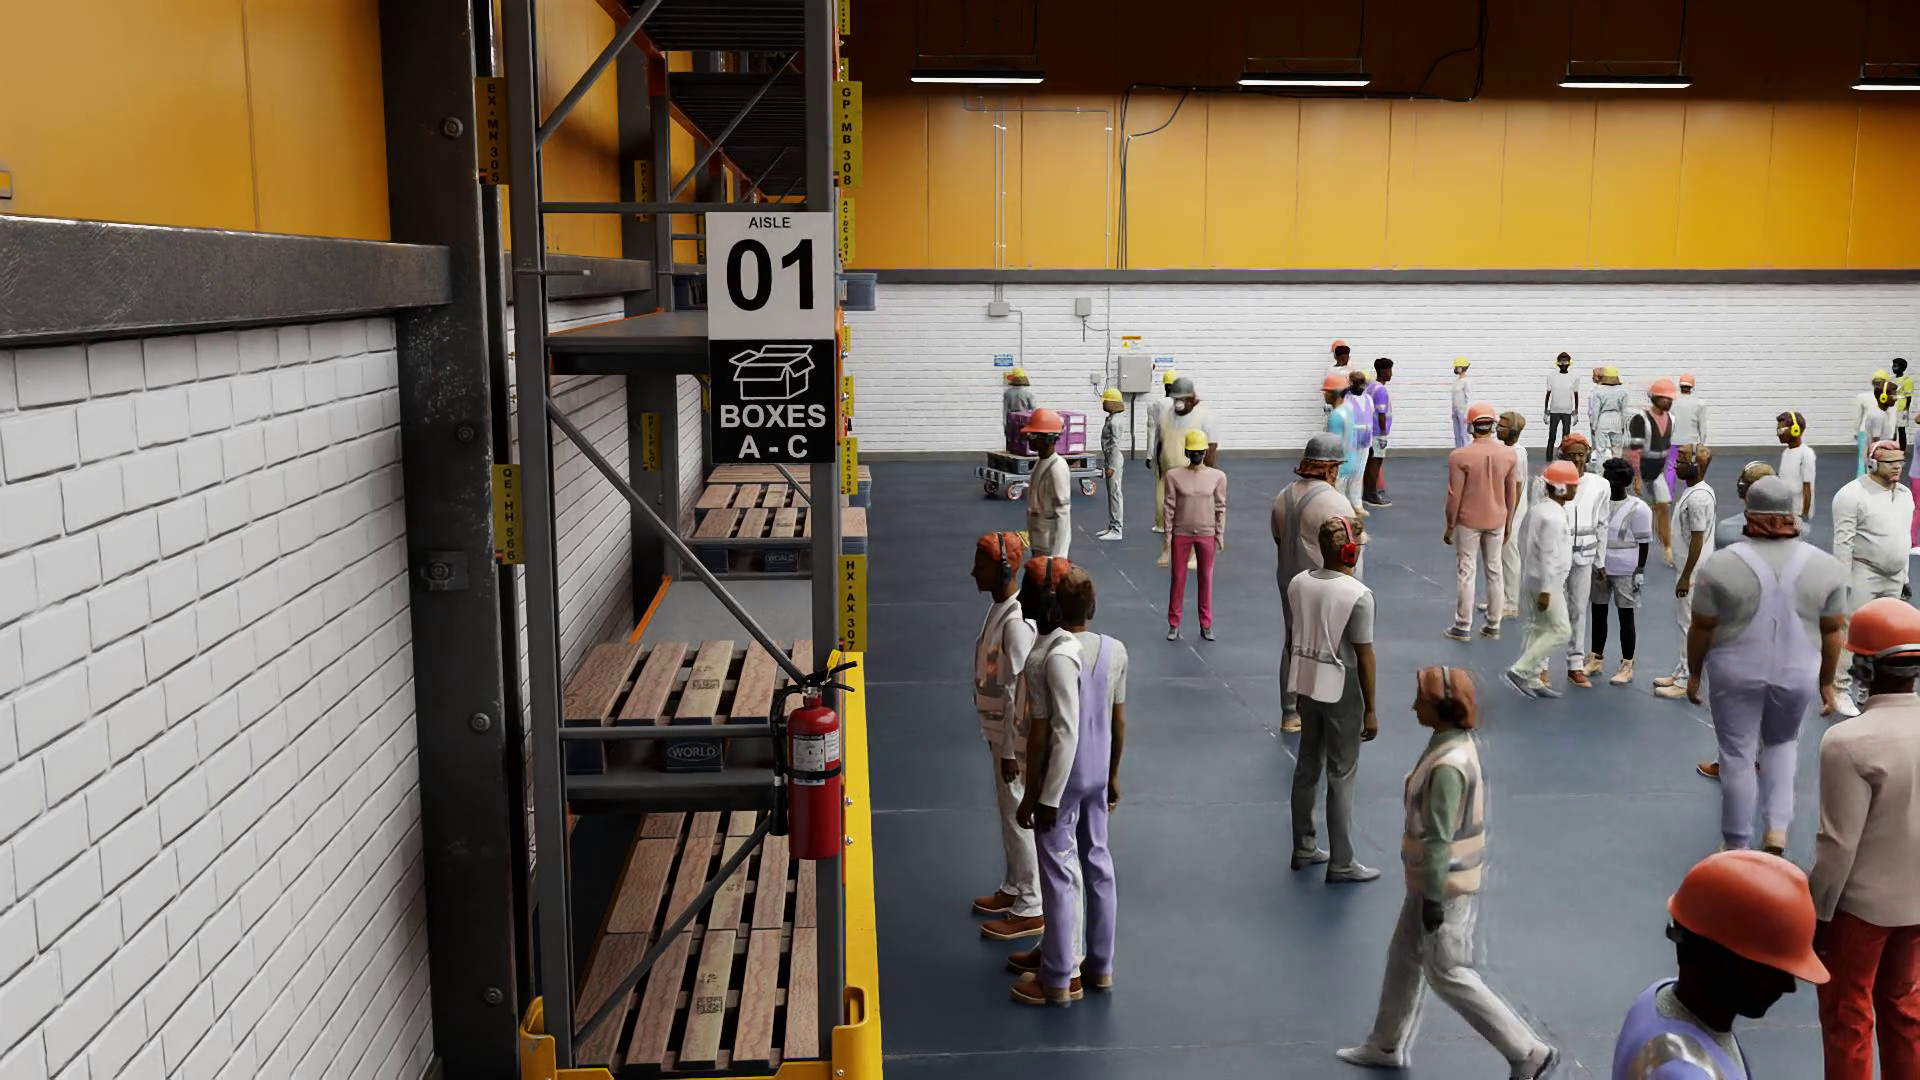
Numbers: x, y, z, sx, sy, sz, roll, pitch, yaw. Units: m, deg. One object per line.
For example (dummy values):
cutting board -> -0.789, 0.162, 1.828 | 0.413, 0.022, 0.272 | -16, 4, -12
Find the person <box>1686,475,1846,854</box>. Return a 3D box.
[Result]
person -> 4.088, 0.667, 8.531 | 0.712, 2.000, 0.535 | 2, 9, 12

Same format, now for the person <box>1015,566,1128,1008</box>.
person -> 0.459, 1.018, 6.934 | 0.519, 1.844, 0.331 | -6, 11, -34

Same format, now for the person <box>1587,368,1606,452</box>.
person -> 9.662, -1.787, 25.192 | 0.306, 1.640, 0.523 | 1, 9, 5

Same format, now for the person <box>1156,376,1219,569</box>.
person -> 2.313, -0.697, 17.092 | 0.699, 2.000, 0.584 | 5, 10, 29

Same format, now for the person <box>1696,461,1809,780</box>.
person -> 4.725, 0.494, 9.941 | 0.635, 1.938, 0.366 | -3, 10, -20

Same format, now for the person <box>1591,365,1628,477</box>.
person -> 9.323, -1.633, 23.904 | 0.487, 1.744, 0.294 | 1, 9, 6

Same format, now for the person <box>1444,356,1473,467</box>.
person -> 7.845, -1.993, 26.090 | 0.329, 1.769, 0.526 | -1, 9, -8

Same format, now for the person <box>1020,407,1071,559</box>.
person -> 0.641, 0.022, 12.561 | 0.389, 2.046, 0.611 | -2, 9, -11

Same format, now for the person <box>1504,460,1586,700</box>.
person -> 4.192, 0.296, 11.812 | 0.407, 1.740, 0.572 | 2, 9, 11

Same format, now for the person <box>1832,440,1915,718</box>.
person -> 6.316, 0.264, 11.478 | 0.639, 1.910, 0.407 | -3, 10, -19

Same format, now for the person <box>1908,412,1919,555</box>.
person -> 10.478, -0.654, 18.097 | 0.281, 1.633, 0.501 | 4, 10, 24

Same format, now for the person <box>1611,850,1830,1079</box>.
person -> 1.476, 1.548, 3.360 | 0.391, 1.925, 0.547 | 3, 10, 20

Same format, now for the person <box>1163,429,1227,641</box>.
person -> 1.944, -0.037, 13.811 | 0.525, 1.769, 0.308 | 0, 9, 2

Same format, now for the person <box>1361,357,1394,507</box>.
person -> 5.507, -1.427, 21.905 | 0.364, 1.964, 0.612 | 0, 9, -1

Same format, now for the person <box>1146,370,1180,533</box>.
person -> 2.472, -1.035, 19.574 | 0.593, 1.925, 0.384 | -1, 9, -7

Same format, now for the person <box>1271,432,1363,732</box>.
person -> 2.358, 0.297, 10.850 | 0.535, 2.000, 0.680 | -4, 10, -26

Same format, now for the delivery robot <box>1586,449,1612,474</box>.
delivery robot -> 9.433, -1.173, 24.438 | 0.477, 0.478, 0.707 | 5, 10, 29

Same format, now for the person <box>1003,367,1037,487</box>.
person -> 0.898, -1.617, 23.877 | 0.562, 1.723, 0.486 | 5, 10, 30

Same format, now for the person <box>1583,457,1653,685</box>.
person -> 4.861, 0.225, 12.370 | 0.317, 1.698, 0.540 | -6, 11, -34

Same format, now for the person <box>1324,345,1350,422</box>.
person -> 5.913, -2.074, 26.020 | 0.385, 1.957, 0.602 | -3, 10, -21

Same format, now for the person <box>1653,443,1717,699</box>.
person -> 5.223, 0.220, 11.949 | 0.345, 1.846, 0.508 | 4, 10, 22

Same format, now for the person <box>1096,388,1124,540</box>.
person -> 1.735, -0.876, 19.146 | 0.290, 1.746, 0.487 | 0, 9, 1

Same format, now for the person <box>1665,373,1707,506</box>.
person -> 9.498, -1.309, 21.837 | 0.572, 1.748, 0.335 | 6, 11, 34

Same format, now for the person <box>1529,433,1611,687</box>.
person -> 4.477, 0.153, 12.254 | 0.575, 1.882, 0.355 | 0, 9, 3

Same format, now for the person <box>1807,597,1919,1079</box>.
person -> 3.008, 1.175, 5.483 | 0.622, 1.992, 0.375 | -4, 10, -24

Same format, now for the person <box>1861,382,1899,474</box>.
person -> 10.164, -0.819, 18.432 | 0.324, 1.858, 0.532 | 4, 10, 23

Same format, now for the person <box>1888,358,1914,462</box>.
person -> 15.268, -2.119, 27.095 | 0.319, 1.695, 0.538 | -1, 9, -8

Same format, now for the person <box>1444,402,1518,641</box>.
person -> 4.305, -0.146, 13.806 | 0.609, 1.985, 0.387 | -2, 9, -10

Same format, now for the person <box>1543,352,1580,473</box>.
person -> 9.184, -1.935, 25.402 | 0.518, 1.872, 0.326 | 3, 10, 19

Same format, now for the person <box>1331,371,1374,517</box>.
person -> 4.946, -1.195, 20.846 | 0.621, 1.845, 0.429 | -5, 10, -29

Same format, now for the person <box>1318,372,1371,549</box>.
person -> 3.987, -0.746, 17.451 | 0.584, 2.023, 0.624 | 4, 10, 24

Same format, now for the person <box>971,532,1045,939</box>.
person -> 0.226, 0.887, 7.681 | 0.355, 1.876, 0.573 | -1, 9, -6

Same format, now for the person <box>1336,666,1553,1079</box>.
person -> 1.817, 1.257, 6.163 | 0.737, 1.617, 0.531 | 3, 9, 16

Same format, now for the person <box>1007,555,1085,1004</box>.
person -> 0.379, 0.994, 6.973 | 0.354, 1.883, 0.572 | 0, 9, 1

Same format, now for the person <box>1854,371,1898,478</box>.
person -> 12.654, -1.476, 23.008 | 0.533, 1.712, 0.919 | 7, 11, 36

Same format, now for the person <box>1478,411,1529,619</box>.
person -> 4.827, -0.219, 14.707 | 0.346, 1.847, 0.506 | 1, 9, 9

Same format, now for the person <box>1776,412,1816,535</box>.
person -> 7.207, -0.183, 14.457 | 0.391, 1.854, 0.531 | 1, 9, 7

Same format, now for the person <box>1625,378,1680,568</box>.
person -> 7.179, -0.700, 17.341 | 0.618, 1.982, 1.025 | -4, 10, -21

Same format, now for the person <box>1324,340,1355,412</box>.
person -> 6.172, -2.268, 27.142 | 0.628, 1.983, 0.414 | -6, 11, -35

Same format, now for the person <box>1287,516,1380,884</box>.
person -> 1.854, 0.795, 8.333 | 0.389, 1.846, 0.566 | -6, 11, -31
